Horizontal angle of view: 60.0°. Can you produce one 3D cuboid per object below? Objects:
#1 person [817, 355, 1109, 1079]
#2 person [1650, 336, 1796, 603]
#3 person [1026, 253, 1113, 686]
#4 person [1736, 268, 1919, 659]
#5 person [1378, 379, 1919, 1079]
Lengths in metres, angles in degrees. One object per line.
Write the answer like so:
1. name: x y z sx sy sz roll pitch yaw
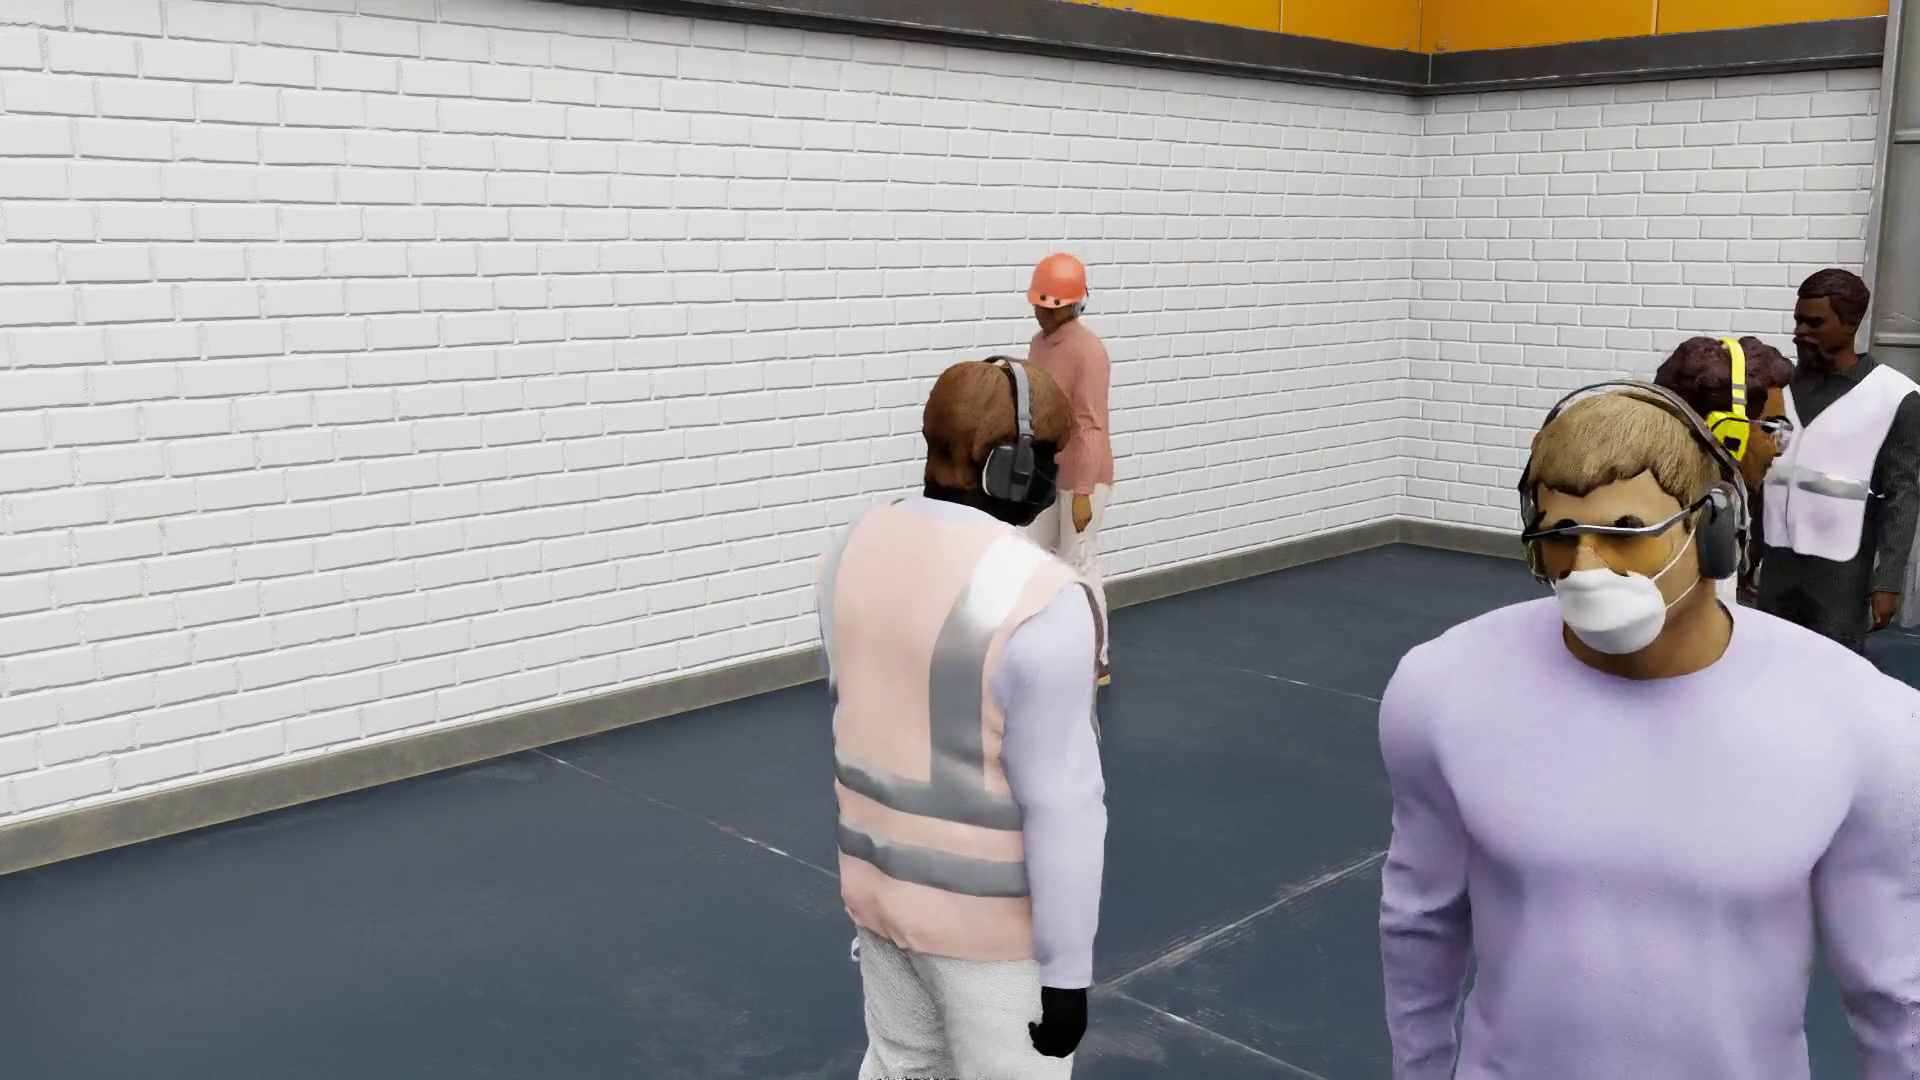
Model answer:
1. person: -0.007 0.604 2.826 0.430 1.831 0.729 -8 13 -37
2. person: 1.287 0.548 3.086 0.413 1.848 0.560 2 11 9
3. person: 0.467 -0.275 7.293 0.537 1.946 0.644 -5 12 -26
4. person: 2.843 0.071 5.495 0.370 1.915 0.597 -5 11 -25
5. person: 0.864 0.721 2.091 0.673 1.883 1.052 5 12 27
